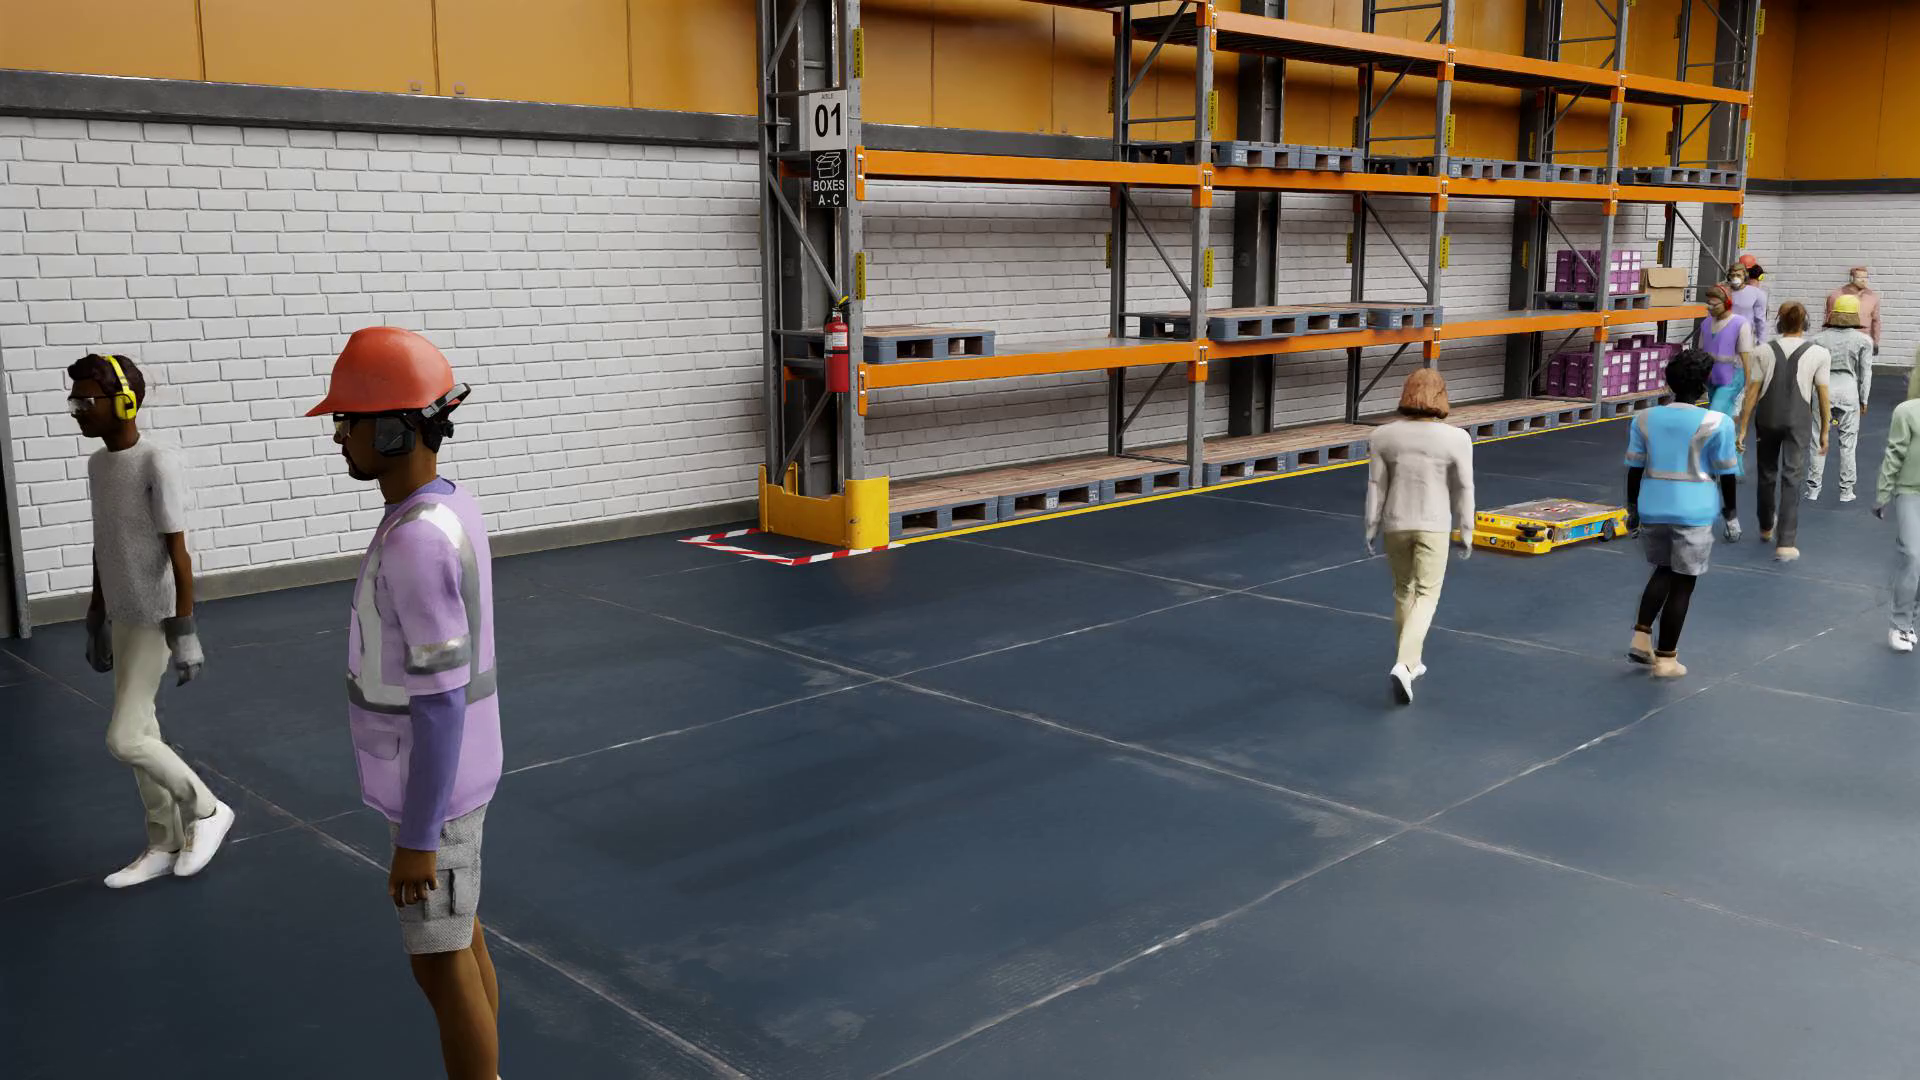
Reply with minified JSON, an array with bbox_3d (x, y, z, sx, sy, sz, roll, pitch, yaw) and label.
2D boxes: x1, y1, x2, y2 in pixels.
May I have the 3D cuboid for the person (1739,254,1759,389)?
[{"bbox_3d":[11.385,-3.174,24.251,0.447,1.961,0.640,1,10,7],"label":"person"}]

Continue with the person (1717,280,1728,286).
[{"bbox_3d":[11.601,-3.241,24.962,0.630,1.843,0.429,1,10,8],"label":"person"}]

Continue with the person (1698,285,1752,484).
[{"bbox_3d":[6.722,-1.357,14.798,0.844,1.792,0.705,-2,11,-12],"label":"person"}]

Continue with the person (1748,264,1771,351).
[{"bbox_3d":[11.466,-3.064,24.046,0.501,1.831,0.857,1,10,4],"label":"person"}]

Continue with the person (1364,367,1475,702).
[{"bbox_3d":[2.222,-0.035,8.130,0.516,1.609,0.769,6,12,31],"label":"person"}]

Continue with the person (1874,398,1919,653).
[{"bbox_3d":[5.255,-0.194,8.952,0.517,1.602,0.681,2,11,10],"label":"person"}]

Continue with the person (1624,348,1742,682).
[{"bbox_3d":[3.633,-0.118,8.370,0.376,1.684,0.539,-7,12,-33],"label":"person"}]

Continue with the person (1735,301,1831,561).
[{"bbox_3d":[5.856,-0.793,11.792,0.560,1.765,1.061,7,12,33],"label":"person"}]

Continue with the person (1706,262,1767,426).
[{"bbox_3d":[9.051,-2.283,19.517,0.661,1.917,0.702,8,13,38],"label":"person"}]

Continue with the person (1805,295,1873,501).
[{"bbox_3d":[7.434,-1.201,14.103,0.492,1.742,0.319,6,12,29],"label":"person"}]

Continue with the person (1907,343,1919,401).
[{"bbox_3d":[7.734,-1.026,13.007,0.613,1.795,0.793,8,13,38],"label":"person"}]

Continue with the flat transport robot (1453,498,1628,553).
[{"bbox_3d":[4.314,-0.120,12.226,1.431,0.197,0.652,-9,14,-40],"label":"flat transport robot"}]

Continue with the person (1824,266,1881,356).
[{"bbox_3d":[11.296,-2.545,21.123,0.644,1.869,0.953,0,10,-1],"label":"person"}]

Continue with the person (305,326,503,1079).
[{"bbox_3d":[-1.228,0.544,3.767,0.372,2.042,0.615,-3,11,-14],"label":"person"}]

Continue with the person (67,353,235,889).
[{"bbox_3d":[-2.818,0.294,5.658,0.548,1.852,0.389,8,13,36],"label":"person"}]
